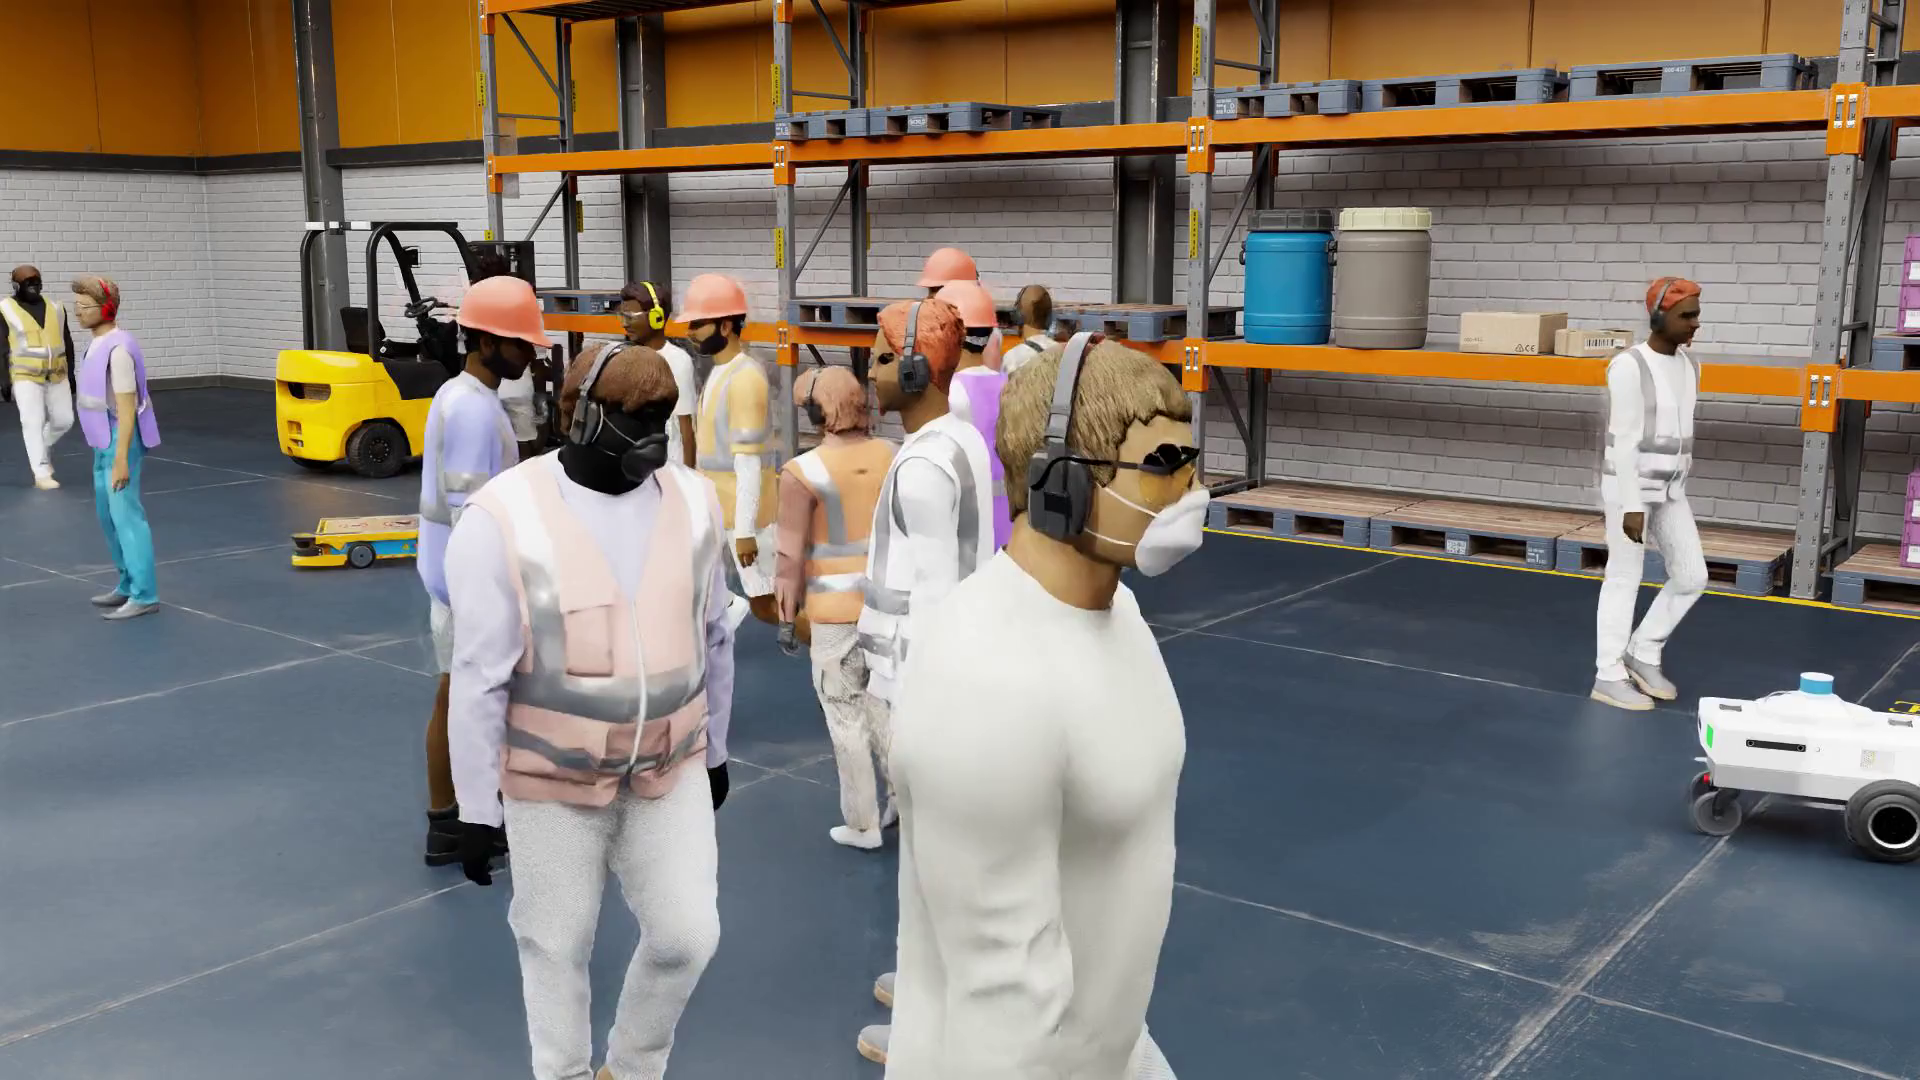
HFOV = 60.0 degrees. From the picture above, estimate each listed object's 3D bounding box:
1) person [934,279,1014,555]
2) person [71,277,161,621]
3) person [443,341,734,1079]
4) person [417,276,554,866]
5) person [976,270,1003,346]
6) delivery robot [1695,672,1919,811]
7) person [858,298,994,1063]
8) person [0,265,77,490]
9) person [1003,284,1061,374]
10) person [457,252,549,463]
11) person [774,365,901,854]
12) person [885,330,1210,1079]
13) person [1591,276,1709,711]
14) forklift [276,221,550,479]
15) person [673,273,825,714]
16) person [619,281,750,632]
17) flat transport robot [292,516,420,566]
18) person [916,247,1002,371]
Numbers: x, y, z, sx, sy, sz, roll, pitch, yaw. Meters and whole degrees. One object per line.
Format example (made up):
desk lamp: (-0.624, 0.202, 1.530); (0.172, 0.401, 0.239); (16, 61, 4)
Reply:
person: (0.103, 0.006, 6.045); (0.560, 1.894, 0.991); (-10, 14, -43)
person: (-4.514, -0.480, 8.921); (0.380, 1.825, 0.656); (-8, 13, -37)
person: (-0.757, 0.494, 3.517); (0.683, 1.817, 0.462); (-6, 12, -32)
person: (-1.496, 0.120, 5.331); (0.594, 1.904, 0.574); (-5, 11, -24)
person: (-0.024, -0.505, 8.772); (0.596, 1.914, 0.374); (-8, 13, -39)
delivery robot: (2.887, 0.693, 5.646); (0.707, 0.478, 0.477); (4, 11, 21)
person: (-0.080, 0.352, 4.114); (0.342, 1.882, 0.586); (1, 10, 7)
person: (-7.568, -1.330, 13.596); (0.531, 1.827, 0.643); (7, 12, 32)
person: (0.430, -0.413, 8.600); (0.901, 1.809, 0.524); (9, 14, 41)
person: (-3.179, -1.022, 11.566); (0.635, 1.937, 0.770); (-1, 10, -7)
person: (-0.370, 0.237, 5.465); (0.529, 1.616, 0.364); (-9, 14, -42)
person: (0.102, 0.704, 2.075); (0.467, 1.924, 0.634); (4, 11, 21)
person: (2.965, -0.183, 7.134); (0.575, 1.871, 0.445); (-6, 12, -28)
forklift: (-4.922, -1.741, 14.854); (1.214, 2.155, 2.313); (8, 13, 38)
person: (-0.817, -0.137, 6.821); (0.900, 1.905, 0.547); (-5, 11, -25)
person: (-1.315, -0.288, 7.803); (0.644, 1.841, 0.570); (-7, 12, -34)
flat transport robot: (-3.491, -0.020, 10.645); (1.431, 0.197, 0.652); (-3, 11, -18)
person: (-0.033, -0.391, 7.964); (0.400, 1.990, 0.619); (-6, 12, -32)
